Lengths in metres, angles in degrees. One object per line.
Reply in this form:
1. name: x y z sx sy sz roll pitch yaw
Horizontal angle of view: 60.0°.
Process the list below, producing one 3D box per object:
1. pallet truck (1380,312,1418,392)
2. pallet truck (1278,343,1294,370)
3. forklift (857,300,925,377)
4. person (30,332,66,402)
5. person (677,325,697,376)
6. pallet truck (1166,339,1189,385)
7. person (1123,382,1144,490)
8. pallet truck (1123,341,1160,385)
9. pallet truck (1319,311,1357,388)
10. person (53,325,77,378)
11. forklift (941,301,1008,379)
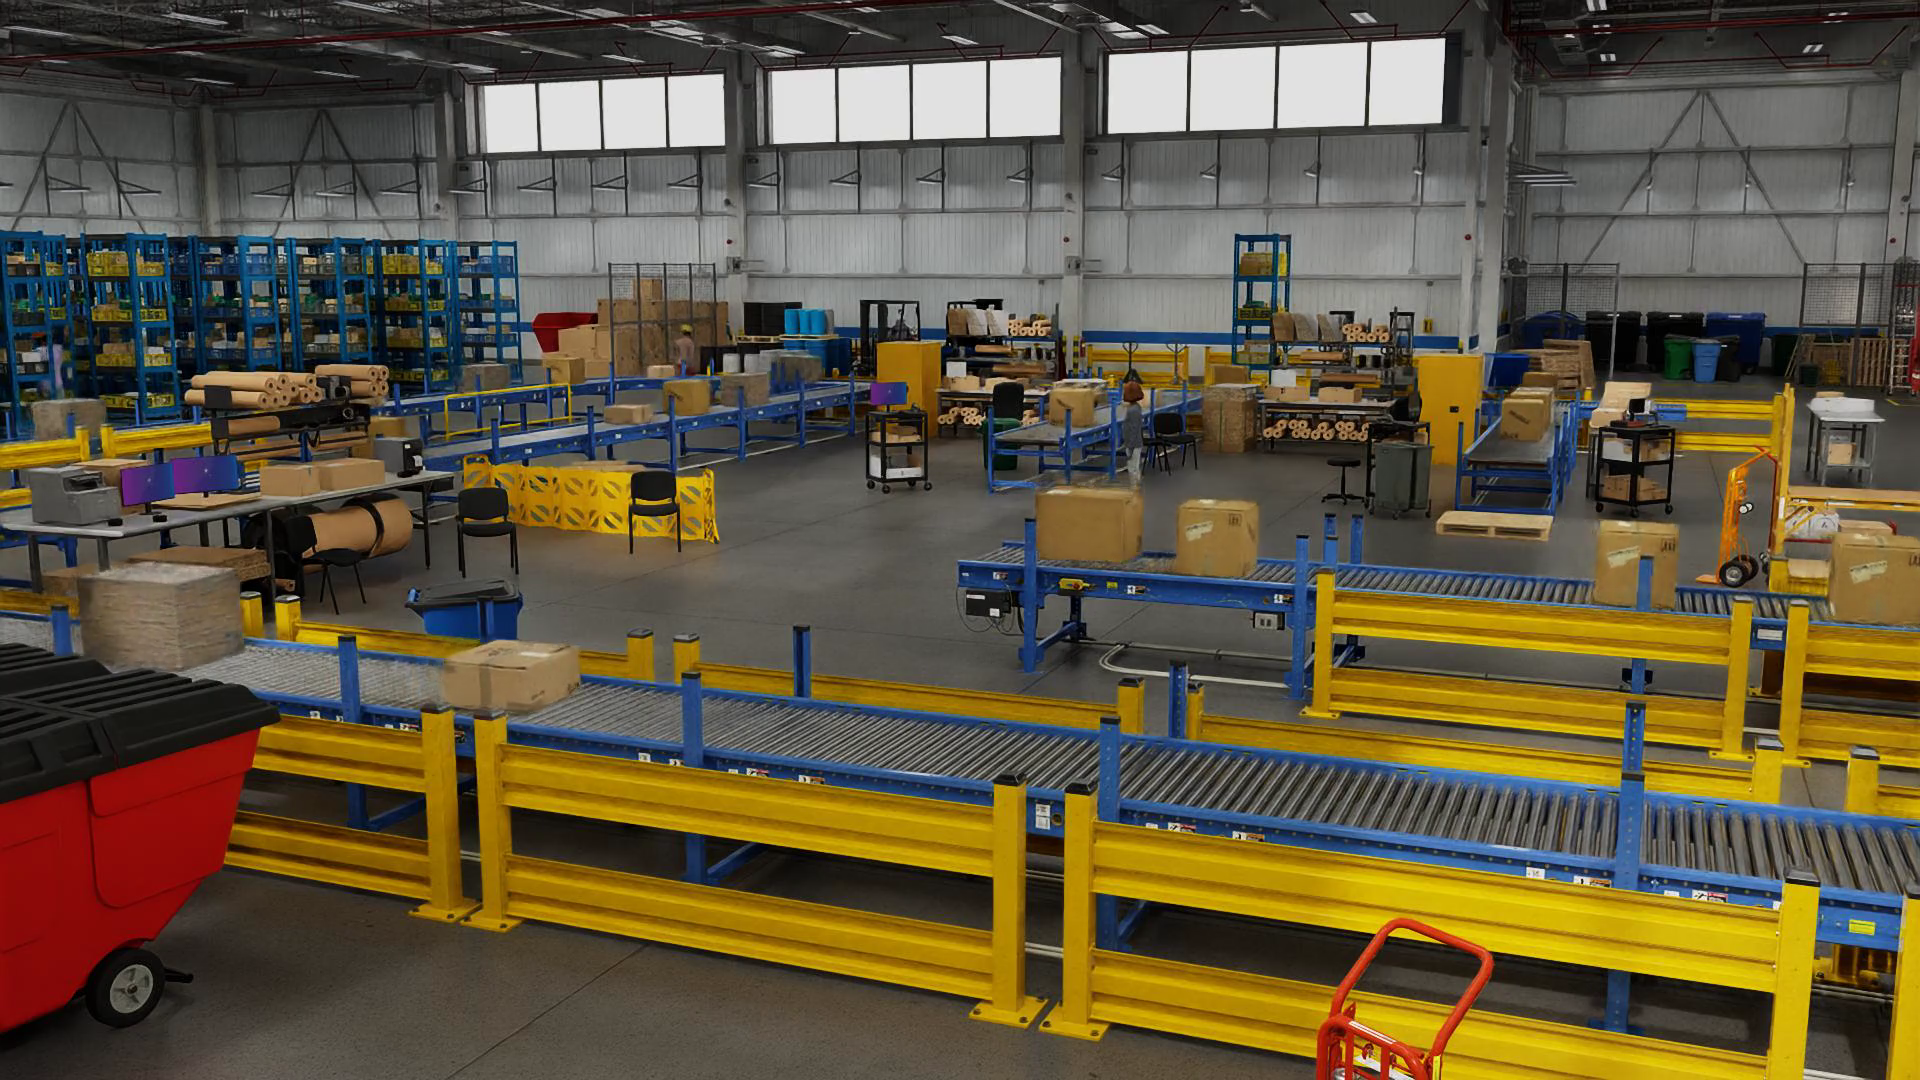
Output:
1. pallet truck: 10.207 -4.283 38.369 0.823 1.965 1.885 3 10 20
2. pallet truck: 7.886 -4.163 39.743 0.653 1.274 1.630 4 10 22
3. forklift: -1.732 -5.109 42.468 1.157 1.987 2.680 4 10 22
4. person: -15.806 -2.720 28.968 1.046 1.993 0.606 4 10 25
5. person: -5.959 -3.866 36.647 0.547 1.717 0.877 6 11 33
6. pallet truck: 5.418 -4.269 40.420 0.704 1.261 1.522 3 10 20
7. person: 2.087 -1.106 20.219 0.280 1.633 0.500 1 9 7
8. pallet truck: 4.445 -4.380 41.279 0.680 1.201 1.601 4 10 22
9. pallet truck: 9.071 -4.419 39.190 0.823 1.965 1.885 5 10 26
10. person: -19.516 -3.916 36.179 0.610 1.985 0.392 0 9 1
11. forklift: 0.365 -4.966 41.571 1.157 1.987 2.680 3 10 20
